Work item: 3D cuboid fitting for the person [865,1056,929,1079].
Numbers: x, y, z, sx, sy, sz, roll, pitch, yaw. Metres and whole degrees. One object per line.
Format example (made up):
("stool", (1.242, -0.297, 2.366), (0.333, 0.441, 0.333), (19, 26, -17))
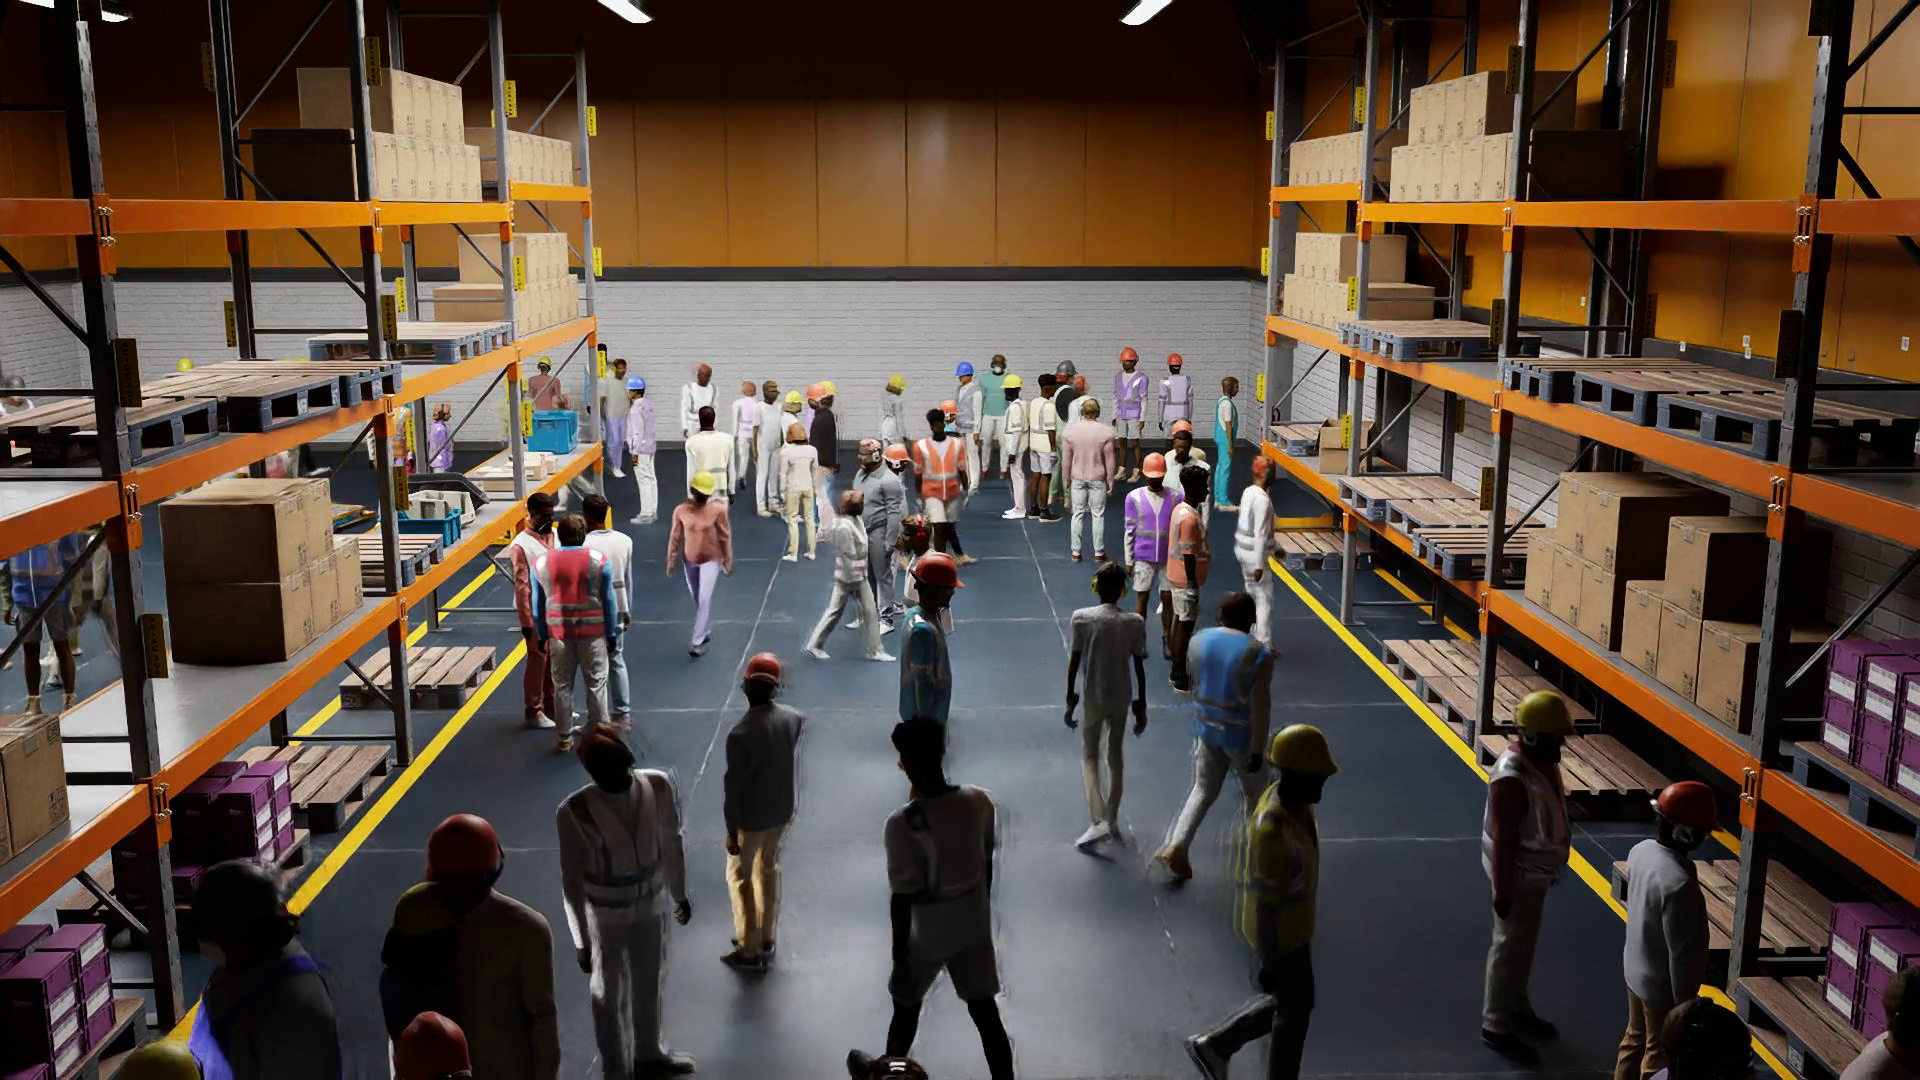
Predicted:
("person", (-0.169, 2.300, 4.708), (0.623, 1.799, 0.918), (0, 11, 0))

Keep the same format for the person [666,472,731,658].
("person", (-2.427, 0.222, 15.348), (0.567, 1.704, 0.901), (2, 11, 11))

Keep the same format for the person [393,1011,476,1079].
("person", (-1.547, 2.257, 5.033), (0.327, 1.752, 0.562), (11, 16, 43))

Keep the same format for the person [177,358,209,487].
("person", (-11.355, -1.722, 24.550), (0.585, 1.929, 0.370), (-3, 12, -16))

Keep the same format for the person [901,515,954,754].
("person", (-0.246, 0.710, 12.599), (0.392, 1.836, 0.561), (-2, 11, -9))

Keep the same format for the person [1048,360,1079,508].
("person", (1.478, -1.480, 23.053), (0.537, 2.000, 0.683), (-8, 14, -35))

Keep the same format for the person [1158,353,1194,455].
("person", (3.274, -1.875, 25.329), (0.543, 1.932, 0.381), (-2, 11, -9))

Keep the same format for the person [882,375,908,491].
("person", (-0.989, -1.562, 24.328), (0.385, 1.705, 0.546), (-7, 13, -31))

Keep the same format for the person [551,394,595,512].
("person", (-5.301, -1.205, 22.764), (0.687, 1.605, 0.551), (-6, 13, -27))

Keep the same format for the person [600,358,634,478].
("person", (-5.208, -1.861, 25.449), (0.562, 1.840, 0.640), (-9, 14, -38))

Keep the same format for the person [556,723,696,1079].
("person", (-1.507, 1.692, 7.620), (0.694, 1.861, 0.370), (-10, 15, -40))

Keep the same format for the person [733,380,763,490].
("person", (-3.066, -1.517, 24.291), (0.533, 1.618, 0.642), (1, 11, 3))

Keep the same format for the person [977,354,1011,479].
("person", (0.564, -1.877, 25.342), (0.632, 1.929, 0.377), (3, 12, 12))

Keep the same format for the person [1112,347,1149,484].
("person", (2.529, -1.871, 25.006), (0.613, 2.043, 0.374), (10, 15, 40))

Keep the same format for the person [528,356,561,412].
("person", (-6.672, -2.078, 26.782), (0.532, 1.754, 0.340), (-1, 11, -5))

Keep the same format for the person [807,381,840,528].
("person", (-1.727, -1.078, 21.353), (0.393, 1.918, 0.585), (-9, 14, -38))

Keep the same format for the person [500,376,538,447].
("person", (-6.301, -1.486, 23.821), (0.569, 1.735, 0.399), (-5, 12, -25))

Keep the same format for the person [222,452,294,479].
("person", (-7.000, -0.228, 16.777), (0.536, 2.000, 0.707), (11, 15, 43))

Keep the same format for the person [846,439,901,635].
("person", (-0.860, -0.031, 16.126), (0.407, 1.906, 0.655), (-9, 14, -37))

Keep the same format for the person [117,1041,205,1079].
("person", (-2.275, 2.264, 5.032), (0.545, 1.744, 0.545), (5, 12, 24))

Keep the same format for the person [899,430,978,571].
("person", (-0.286, -0.448, 18.955), (1.009, 1.621, 0.541), (-4, 12, -18))

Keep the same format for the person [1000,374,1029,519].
("person", (0.719, -1.240, 22.138), (0.382, 1.924, 0.594), (2, 11, 9))

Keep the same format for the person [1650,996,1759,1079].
("person", (2.053, 2.216, 4.777), (0.372, 1.940, 0.630), (6, 13, 29))

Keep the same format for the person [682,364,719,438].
("person", (-3.802, -1.666, 24.515), (0.599, 1.815, 1.014), (-4, 12, -20))

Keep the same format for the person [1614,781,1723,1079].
("person", (3.000, 1.859, 7.047), (0.332, 1.746, 0.559), (0, 11, 2))

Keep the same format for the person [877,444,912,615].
("person", (-0.661, -0.114, 16.947), (0.353, 1.744, 0.566), (-2, 11, -10))

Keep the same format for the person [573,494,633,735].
("person", (-2.790, 0.589, 13.024), (0.386, 1.904, 0.603), (8, 14, 35))

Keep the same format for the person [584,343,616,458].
("person", (-5.877, -2.278, 27.357), (0.591, 1.922, 0.392), (-7, 13, -30))

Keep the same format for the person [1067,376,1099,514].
("person", (1.671, -1.280, 22.527), (0.638, 1.867, 0.358), (-11, 16, -44))

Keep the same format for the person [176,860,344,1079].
("person", (-2.414, 2.010, 5.552), (0.895, 2.000, 0.697), (-8, 14, -34))

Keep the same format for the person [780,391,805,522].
("person", (-2.203, -1.102, 21.937), (0.347, 1.734, 0.479), (-5, 12, -22))

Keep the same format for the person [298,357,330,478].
("person", (-9.923, -1.835, 25.247), (0.673, 1.874, 0.825), (6, 13, 30))

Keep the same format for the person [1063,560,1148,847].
("person", (0.956, 1.075, 10.808), (0.548, 1.827, 0.688), (-1, 11, -6))

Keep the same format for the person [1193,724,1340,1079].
("person", (1.388, 1.709, 7.381), (0.557, 1.907, 0.600), (4, 12, 19))

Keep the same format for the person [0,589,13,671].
("person", (-8.747, 0.273, 14.893), (0.522, 1.807, 0.666), (0, 11, 2))
